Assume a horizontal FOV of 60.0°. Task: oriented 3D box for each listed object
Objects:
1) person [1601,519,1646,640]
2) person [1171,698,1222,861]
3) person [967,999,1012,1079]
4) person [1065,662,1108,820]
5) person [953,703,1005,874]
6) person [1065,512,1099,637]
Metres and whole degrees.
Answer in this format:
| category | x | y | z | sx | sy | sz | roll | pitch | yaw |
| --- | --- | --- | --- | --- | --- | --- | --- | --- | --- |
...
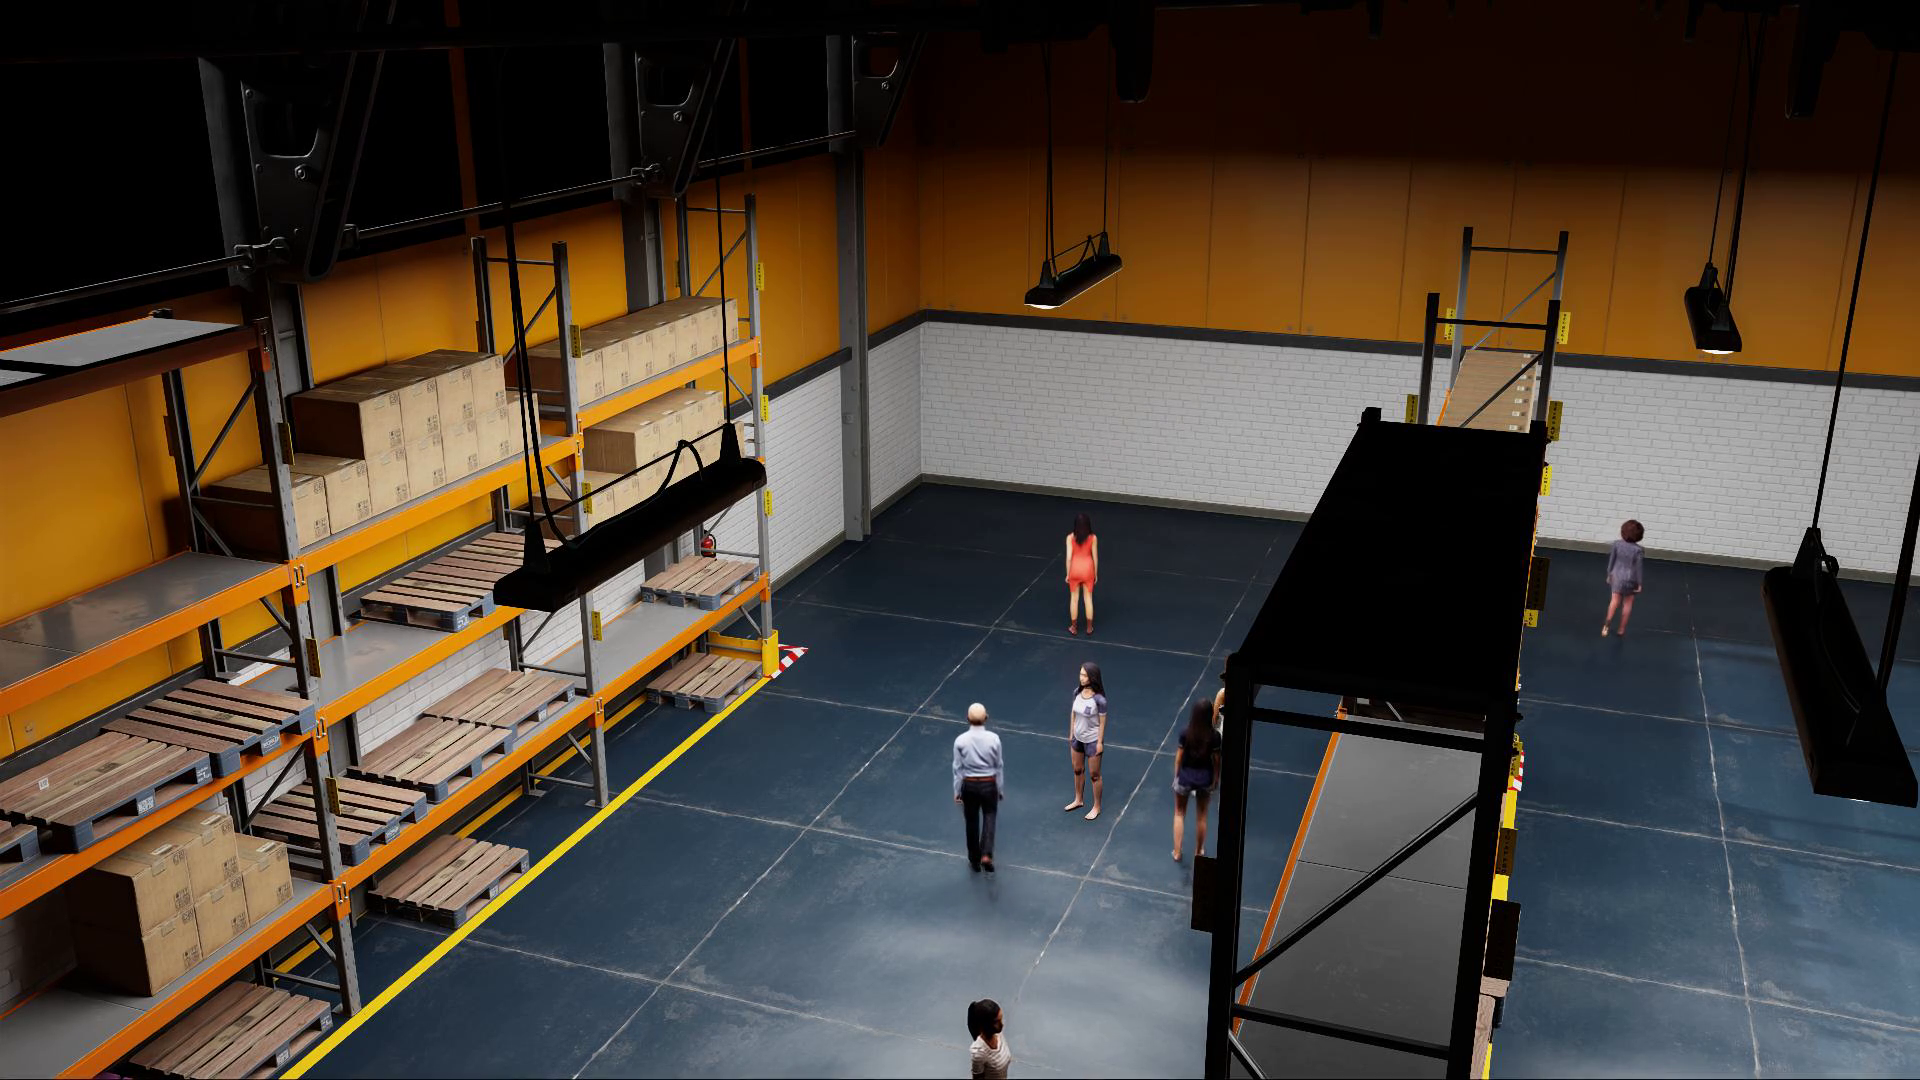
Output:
| category | x | y | z | sx | sy | sz | roll | pitch | yaw |
| --- | --- | --- | --- | --- | --- | --- | --- | --- | --- |
| person | 8.710 | 0.563 | 21.893 | 0.891 | 1.688 | 0.802 | -17 | 25 | -41 |
| person | 2.315 | 2.395 | 16.336 | 0.683 | 1.762 | 0.666 | 2 | 19 | 6 |
| person | 0.194 | 3.983 | 11.802 | 0.628 | 1.647 | 0.470 | 8 | 20 | 22 |
| person | 1.337 | 2.072 | 17.384 | 0.673 | 1.706 | 0.663 | 17 | 25 | 42 |
| person | 0.190 | 2.458 | 16.118 | 0.835 | 1.782 | 0.953 | -1 | 19 | -2 |
| person | 1.621 | 0.447 | 22.189 | 0.657 | 1.718 | 0.647 | 0 | 19 | -1 |
